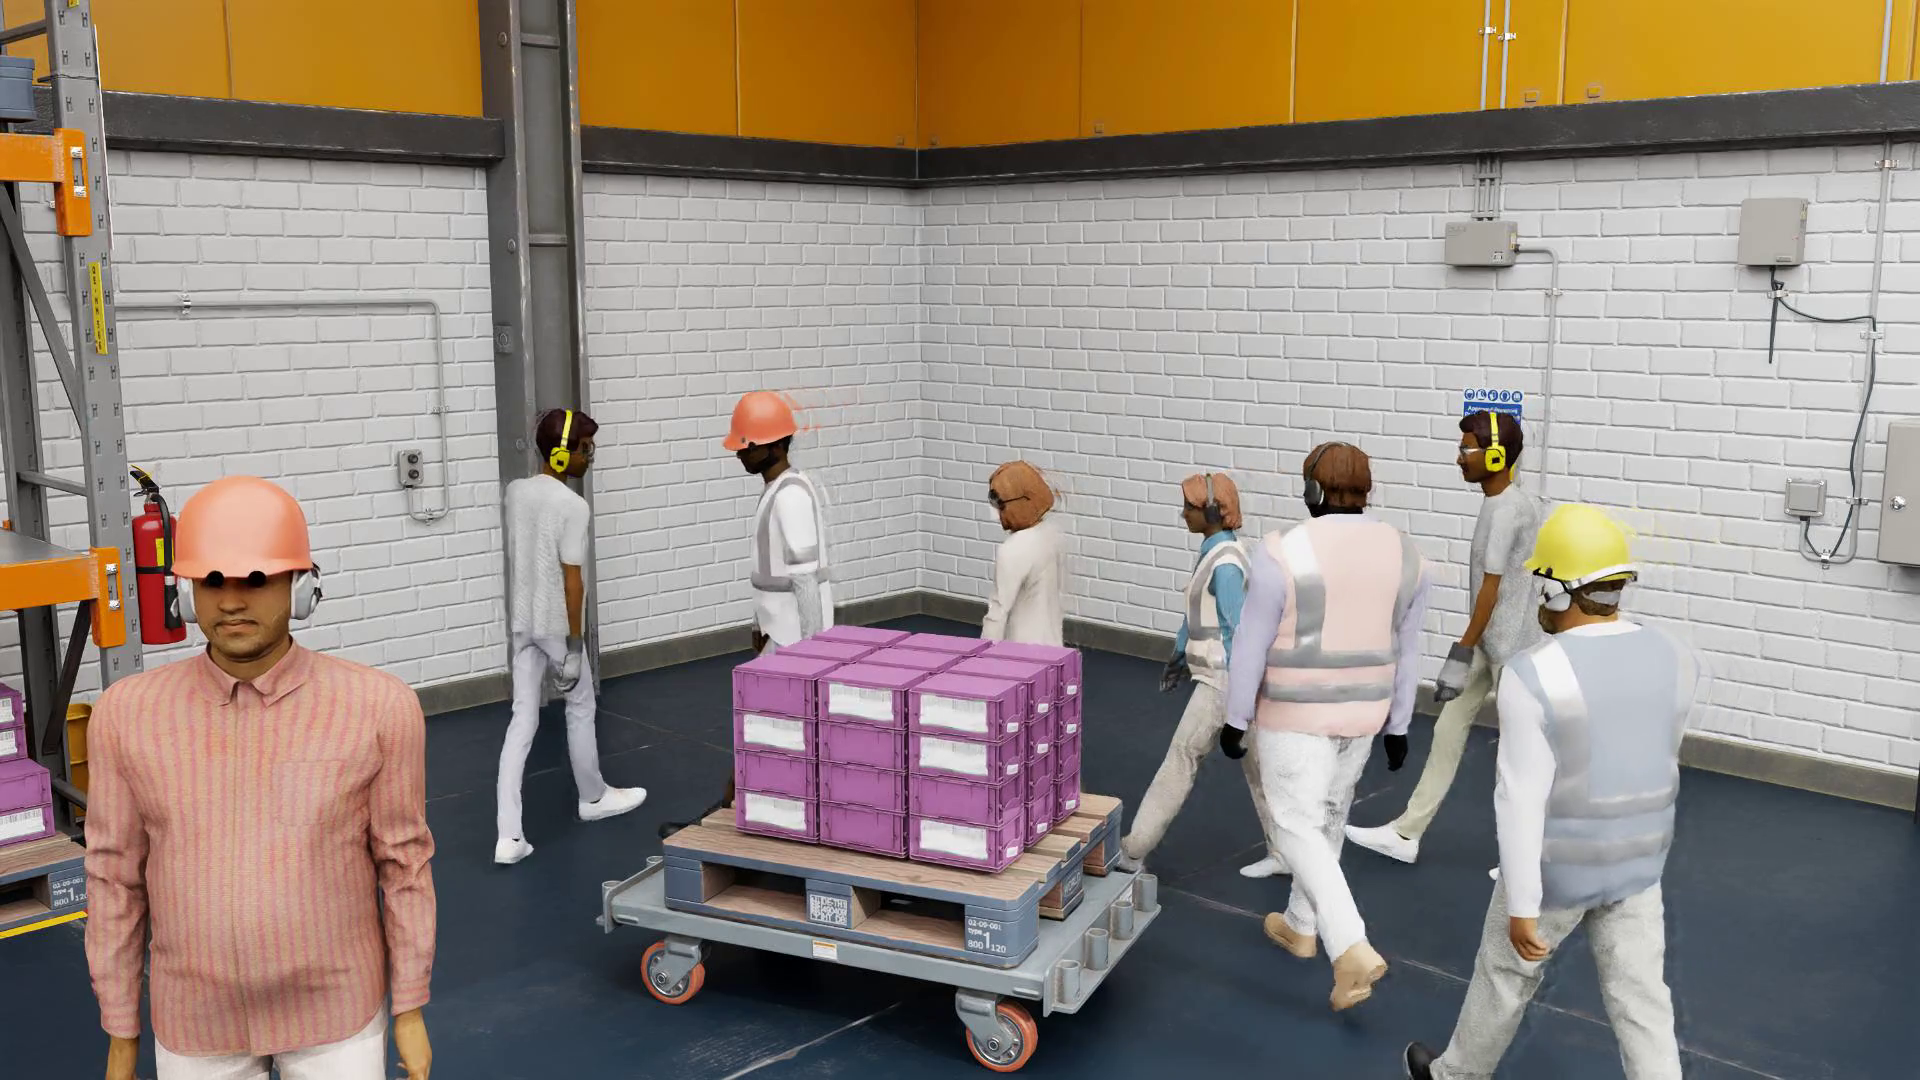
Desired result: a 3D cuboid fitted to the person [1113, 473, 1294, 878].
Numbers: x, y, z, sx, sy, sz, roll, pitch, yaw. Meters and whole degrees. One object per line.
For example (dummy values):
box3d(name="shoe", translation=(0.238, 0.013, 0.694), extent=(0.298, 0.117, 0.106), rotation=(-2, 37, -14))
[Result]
box3d(name="person", translation=(0.940, 0.538, 6.386), extent=(0.888, 1.591, 0.504), rotation=(2, 9, 10))

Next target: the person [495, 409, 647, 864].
box3d(name="person", translation=(-1.634, 0.379, 6.758), extent=(0.509, 1.832, 0.884), rotation=(4, 10, 24))

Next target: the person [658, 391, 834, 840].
box3d(name="person", translation=(-0.788, 0.348, 6.657), extent=(0.959, 1.876, 0.596), rotation=(-1, 9, -4))

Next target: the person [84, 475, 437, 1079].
box3d(name="person", translation=(-1.291, 0.870, 3.111), extent=(0.612, 1.997, 0.375), rotation=(-2, 10, -13))

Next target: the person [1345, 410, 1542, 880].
box3d(name="person", translation=(1.945, 0.425, 6.360), extent=(0.919, 1.825, 0.533), rotation=(2, 9, 12))

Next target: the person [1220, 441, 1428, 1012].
box3d(name="person", translation=(1.220, 0.593, 5.411), extent=(0.655, 1.815, 0.847), rotation=(-3, 10, -20))

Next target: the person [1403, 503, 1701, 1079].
box3d(name="person", translation=(1.559, 0.793, 4.250), extent=(0.597, 1.782, 0.945), rotation=(-3, 10, -17))

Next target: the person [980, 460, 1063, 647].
box3d(name="person", translation=(0.219, 0.480, 6.642), extent=(0.502, 1.617, 0.522), rotation=(4, 10, 22))
